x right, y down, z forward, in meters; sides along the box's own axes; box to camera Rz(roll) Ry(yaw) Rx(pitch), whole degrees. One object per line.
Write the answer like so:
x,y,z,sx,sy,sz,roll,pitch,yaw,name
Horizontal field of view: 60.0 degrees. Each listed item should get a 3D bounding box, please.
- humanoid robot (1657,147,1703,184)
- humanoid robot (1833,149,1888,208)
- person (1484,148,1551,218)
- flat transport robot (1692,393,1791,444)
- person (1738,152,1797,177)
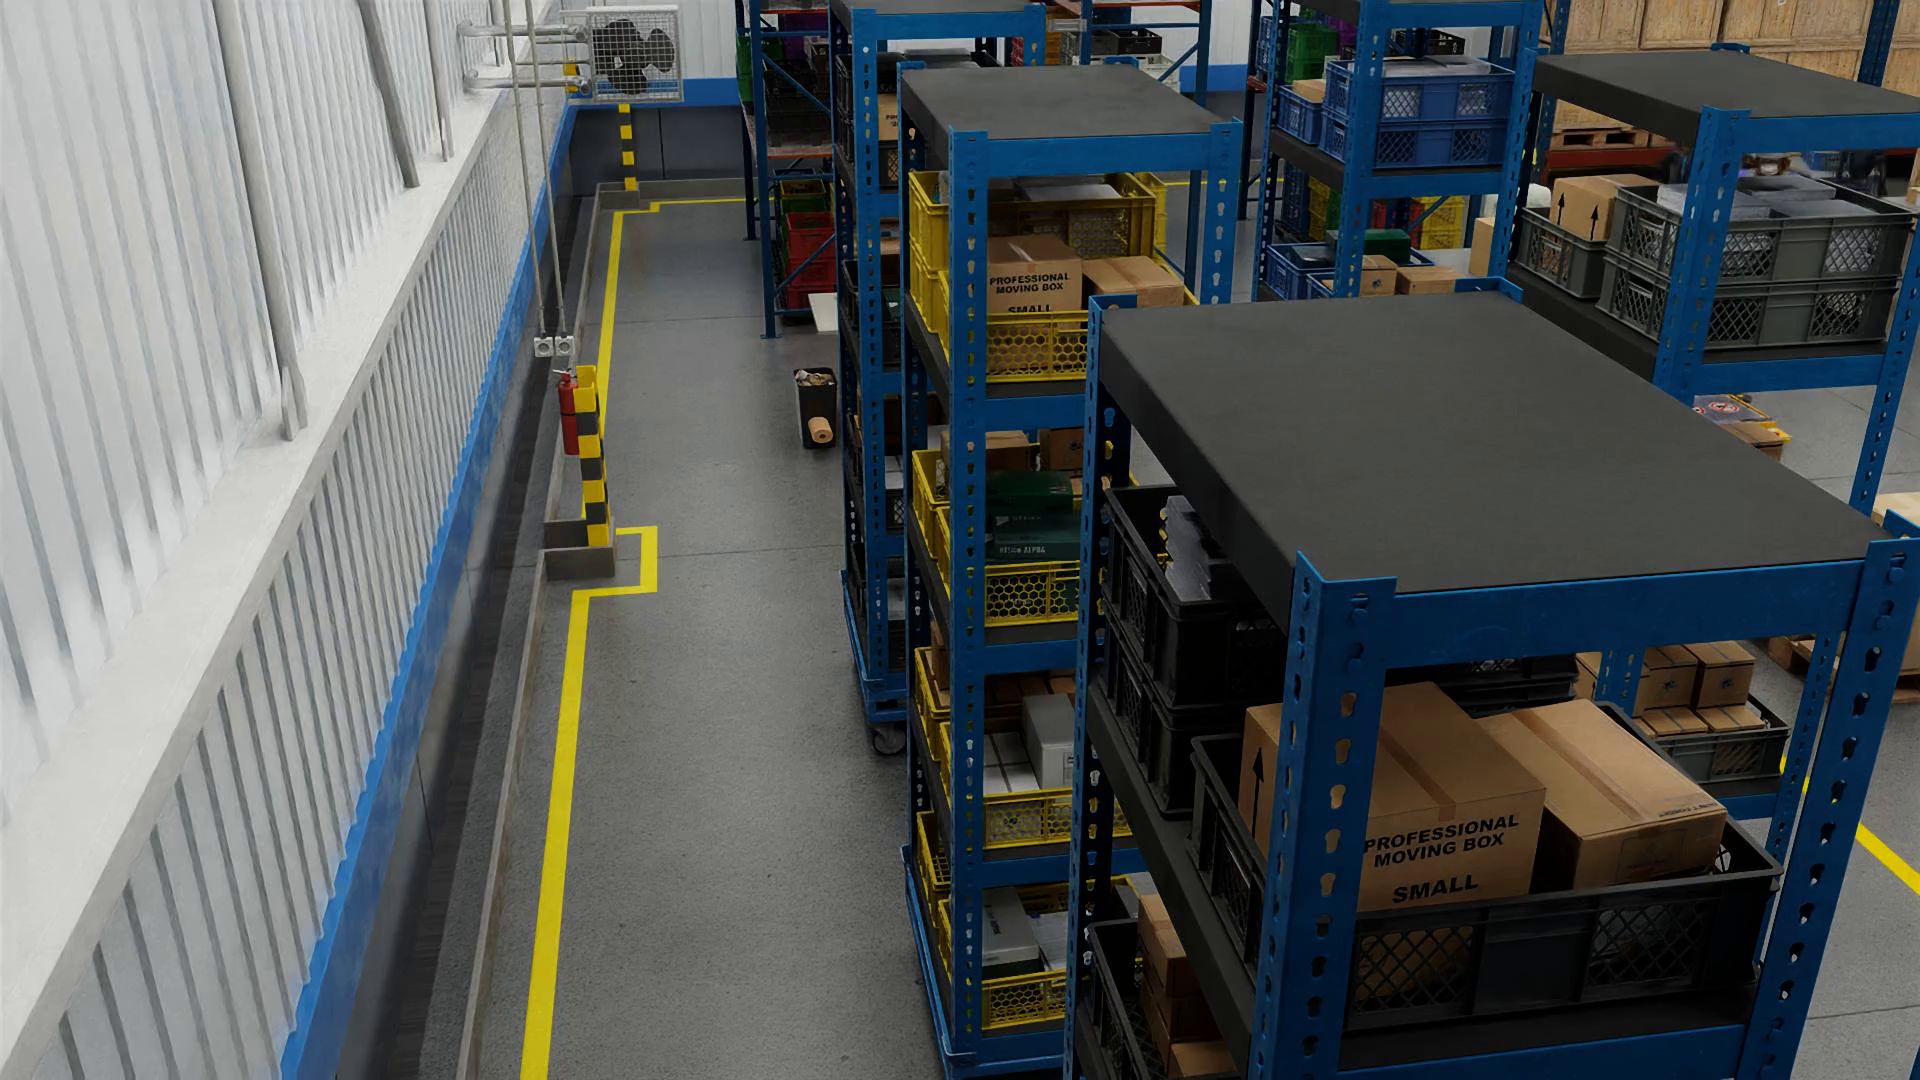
6.548,-2.937,15.038,0.626,1.626,0.749,22,33,39,humanoid robot
8.300,-3.133,15.428,0.627,1.640,0.562,-3,25,-6,humanoid robot
4.526,-2.367,13.652,0.521,1.768,0.310,5,25,11,person
5.224,-0.859,12.132,1.431,0.197,0.652,-4,25,-8,flat transport robot
6.189,-2.214,12.994,0.690,2.000,0.686,10,27,21,person
